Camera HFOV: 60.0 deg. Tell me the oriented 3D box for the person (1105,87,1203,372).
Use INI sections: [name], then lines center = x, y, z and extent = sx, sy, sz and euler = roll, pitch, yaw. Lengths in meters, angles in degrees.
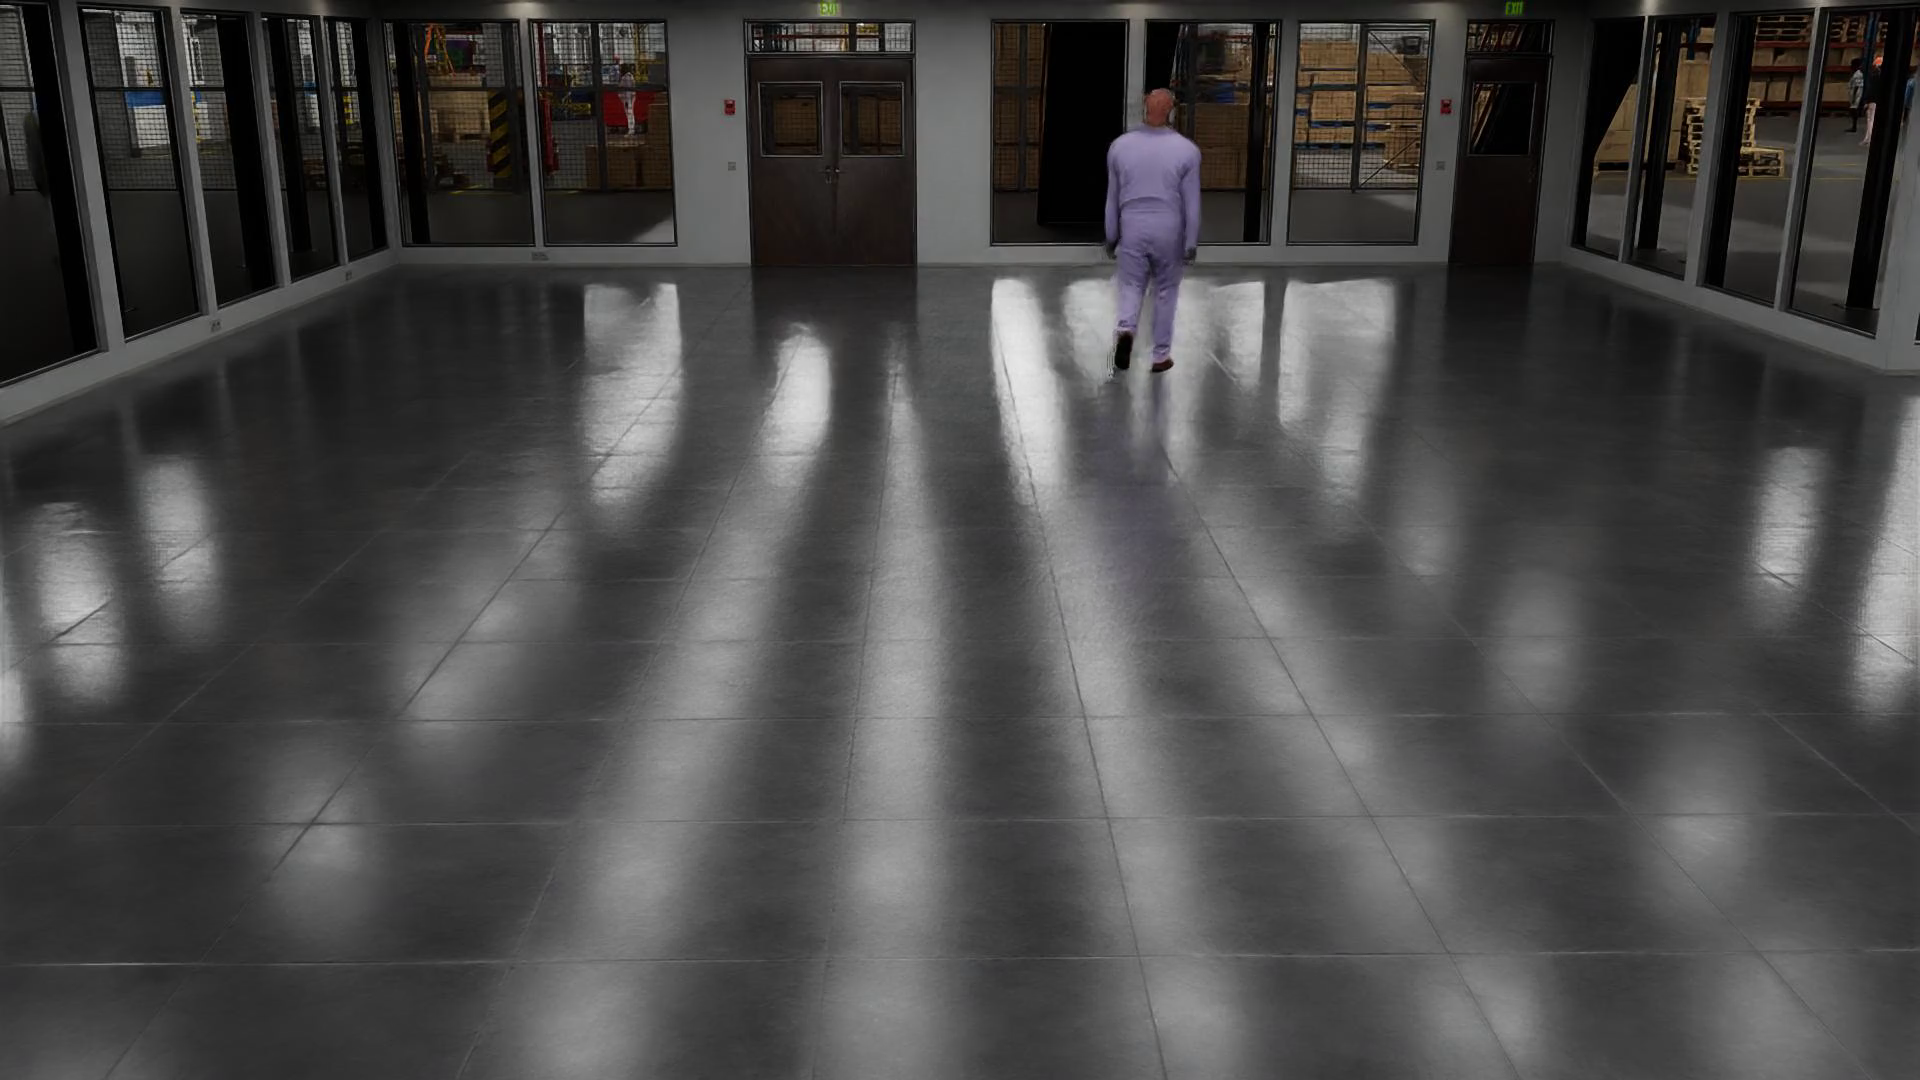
[person]
center = 1.274, -2.025, 11.023
extent = 0.657, 1.885, 0.594
euler = 6, 17, 19
